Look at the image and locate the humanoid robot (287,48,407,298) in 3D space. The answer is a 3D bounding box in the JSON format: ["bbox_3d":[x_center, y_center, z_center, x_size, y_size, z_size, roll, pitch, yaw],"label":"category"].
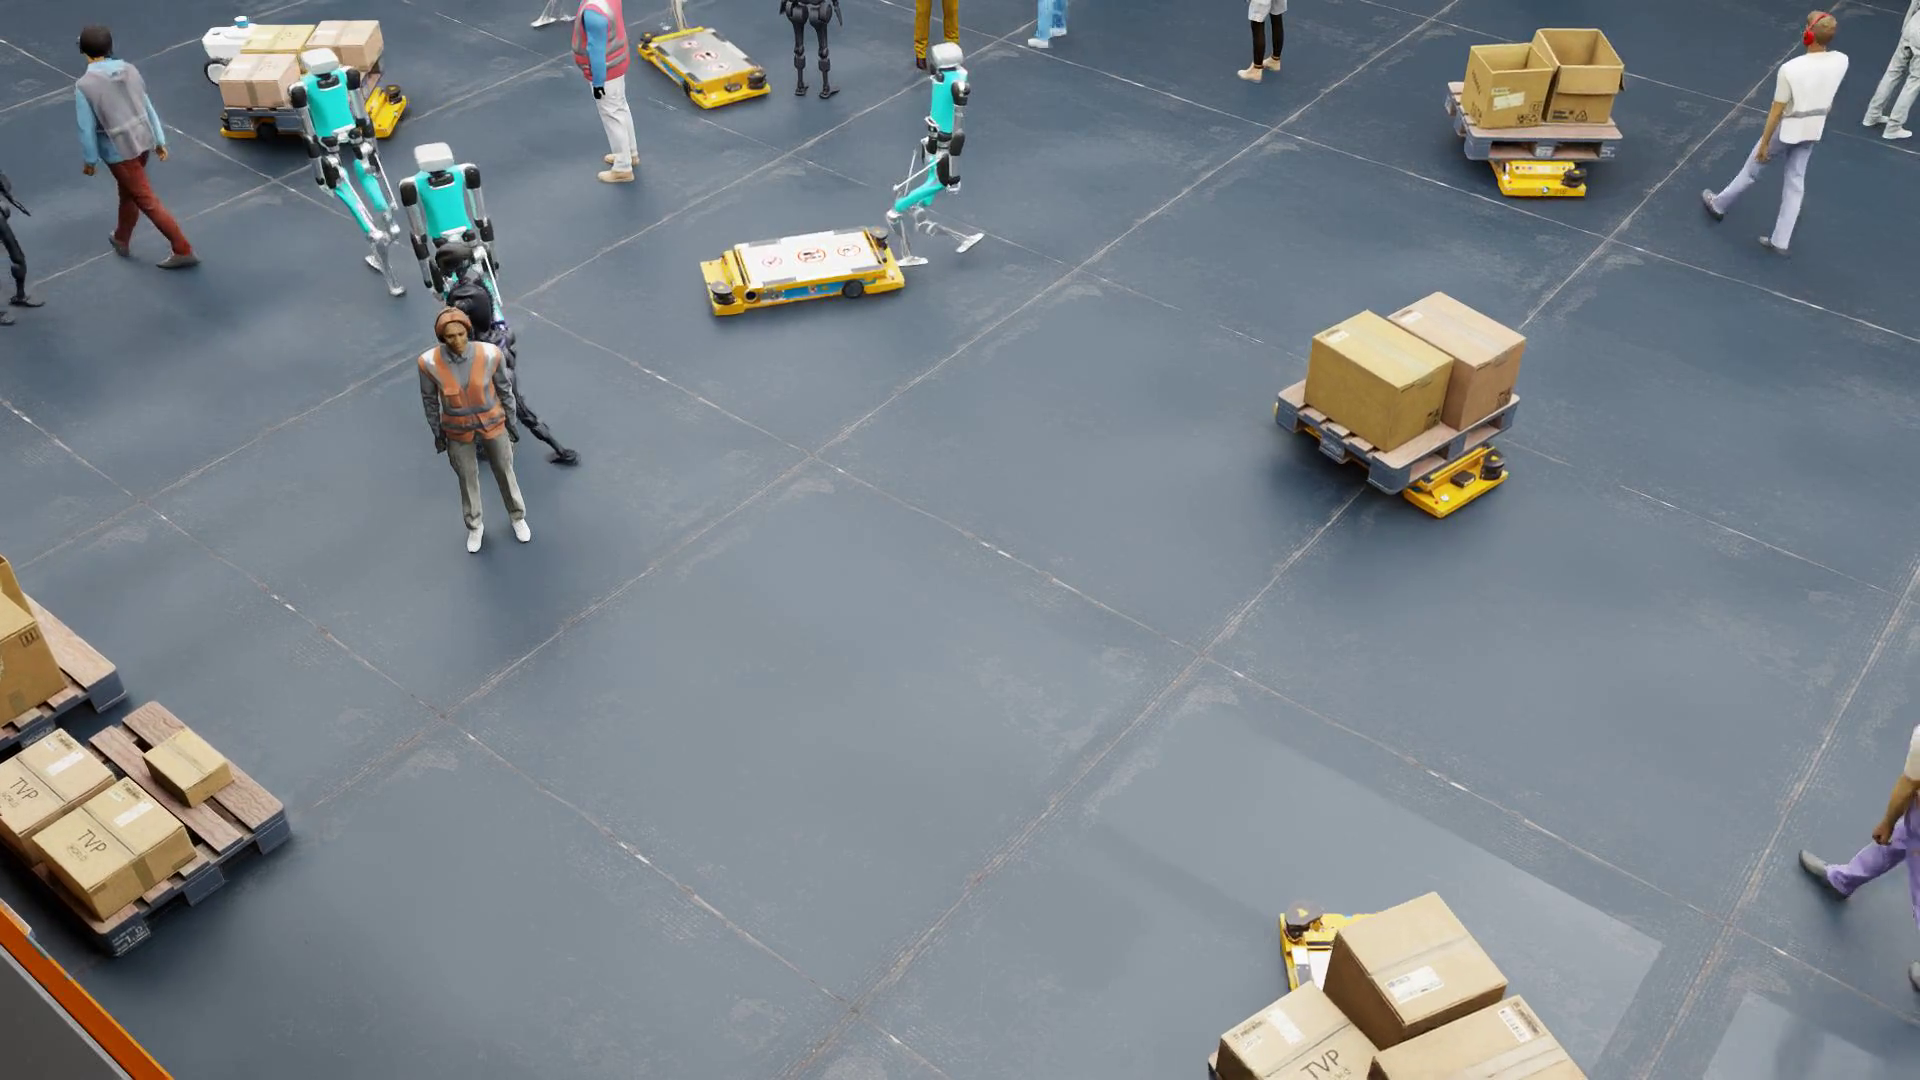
[{"bbox_3d":[-4.283,-2.569,12.025,0.821,1.857,0.537,33,50,32],"label":"humanoid robot"}]

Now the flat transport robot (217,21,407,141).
[{"bbox_3d":[-5.616,-3.721,14.455,1.431,0.231,0.659,0,40,0],"label":"flat transport robot"}]

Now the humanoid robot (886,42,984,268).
[{"bbox_3d":[-0.262,-2.744,12.175,0.973,1.736,0.552,-15,42,-16],"label":"humanoid robot"}]

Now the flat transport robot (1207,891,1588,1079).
[{"bbox_3d":[1.799,2.576,7.047,0.659,0.231,1.431,-16,43,-18],"label":"flat transport robot"}]

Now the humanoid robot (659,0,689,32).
[{"bbox_3d":[-2.692,-5.389,15.327,0.553,1.767,0.996,-26,47,-27],"label":"humanoid robot"}]

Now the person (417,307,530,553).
[{"bbox_3d":[-2.851,-0.655,9.784,0.517,1.645,0.305,-11,42,-13],"label":"person"}]

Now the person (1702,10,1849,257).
[{"bbox_3d":[6.210,-3.101,12.544,0.576,1.807,0.954,-8,41,-9],"label":"person"}]

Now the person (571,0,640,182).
[{"bbox_3d":[-2.857,-3.772,13.313,0.431,1.836,0.629,0,40,0],"label":"person"}]

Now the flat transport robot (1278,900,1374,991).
[{"bbox_3d":[1.854,2.254,7.427,0.659,0.231,1.431,0,40,0],"label":"flat transport robot"}]

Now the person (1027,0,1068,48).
[{"bbox_3d":[0.922,-5.387,15.324,0.462,1.675,0.615,10,41,12],"label":"person"}]

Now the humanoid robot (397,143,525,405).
[{"bbox_3d":[-3.181,-1.640,10.903,0.530,1.776,1.006,-21,45,-23],"label":"humanoid robot"}]

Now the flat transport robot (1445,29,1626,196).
[{"bbox_3d":[4.756,-3.307,13.969,0.659,0.231,1.431,1,40,1],"label":"flat transport robot"}]

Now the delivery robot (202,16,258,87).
[{"bbox_3d":[-6.464,-4.443,15.085,0.779,0.597,0.499,0,40,0],"label":"delivery robot"}]

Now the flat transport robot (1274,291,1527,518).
[{"bbox_3d":[2.808,-0.678,10.876,0.659,0.231,1.431,-27,47,-28],"label":"flat transport robot"}]

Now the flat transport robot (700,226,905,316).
[{"bbox_3d":[-1.185,-2.019,12.453,1.431,0.231,0.659,-10,41,-12],"label":"flat transport robot"}]

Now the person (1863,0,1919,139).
[{"bbox_3d":[8.077,-4.204,13.893,0.321,1.731,0.492,-10,41,-12],"label":"person"}]

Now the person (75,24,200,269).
[{"bbox_3d":[-6.200,-2.883,12.264,0.872,1.824,0.528,10,41,12],"label":"person"}]

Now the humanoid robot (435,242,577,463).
[{"bbox_3d":[-2.911,-1.124,10.360,0.821,1.621,0.600,-3,40,-3],"label":"humanoid robot"}]

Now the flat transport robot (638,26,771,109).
[{"bbox_3d":[-2.351,-4.347,15.191,0.659,0.231,1.431,-22,45,-24],"label":"flat transport robot"}]

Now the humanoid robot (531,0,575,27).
[{"bbox_3d":[-3.872,-5.647,15.614,0.687,1.842,0.540,-19,44,-20],"label":"humanoid robot"}]

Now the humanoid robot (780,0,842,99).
[{"bbox_3d":[-1.325,-4.701,14.510,0.599,1.657,0.315,13,42,15],"label":"humanoid robot"}]

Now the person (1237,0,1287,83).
[{"bbox_3d":[2.745,-4.938,14.791,0.533,1.688,0.321,-32,50,-32],"label":"person"}]

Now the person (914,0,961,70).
[{"bbox_3d":[-0.193,-5.099,14.940,0.529,1.749,0.342,-8,41,-9],"label":"person"}]

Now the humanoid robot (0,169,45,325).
[{"bbox_3d":[-6.915,-2.329,11.733,0.361,1.644,0.601,11,42,13],"label":"humanoid robot"}]

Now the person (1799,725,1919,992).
[{"bbox_3d":[4.415,1.264,7.438,0.560,1.773,0.990,-14,42,-16],"label":"person"}]
